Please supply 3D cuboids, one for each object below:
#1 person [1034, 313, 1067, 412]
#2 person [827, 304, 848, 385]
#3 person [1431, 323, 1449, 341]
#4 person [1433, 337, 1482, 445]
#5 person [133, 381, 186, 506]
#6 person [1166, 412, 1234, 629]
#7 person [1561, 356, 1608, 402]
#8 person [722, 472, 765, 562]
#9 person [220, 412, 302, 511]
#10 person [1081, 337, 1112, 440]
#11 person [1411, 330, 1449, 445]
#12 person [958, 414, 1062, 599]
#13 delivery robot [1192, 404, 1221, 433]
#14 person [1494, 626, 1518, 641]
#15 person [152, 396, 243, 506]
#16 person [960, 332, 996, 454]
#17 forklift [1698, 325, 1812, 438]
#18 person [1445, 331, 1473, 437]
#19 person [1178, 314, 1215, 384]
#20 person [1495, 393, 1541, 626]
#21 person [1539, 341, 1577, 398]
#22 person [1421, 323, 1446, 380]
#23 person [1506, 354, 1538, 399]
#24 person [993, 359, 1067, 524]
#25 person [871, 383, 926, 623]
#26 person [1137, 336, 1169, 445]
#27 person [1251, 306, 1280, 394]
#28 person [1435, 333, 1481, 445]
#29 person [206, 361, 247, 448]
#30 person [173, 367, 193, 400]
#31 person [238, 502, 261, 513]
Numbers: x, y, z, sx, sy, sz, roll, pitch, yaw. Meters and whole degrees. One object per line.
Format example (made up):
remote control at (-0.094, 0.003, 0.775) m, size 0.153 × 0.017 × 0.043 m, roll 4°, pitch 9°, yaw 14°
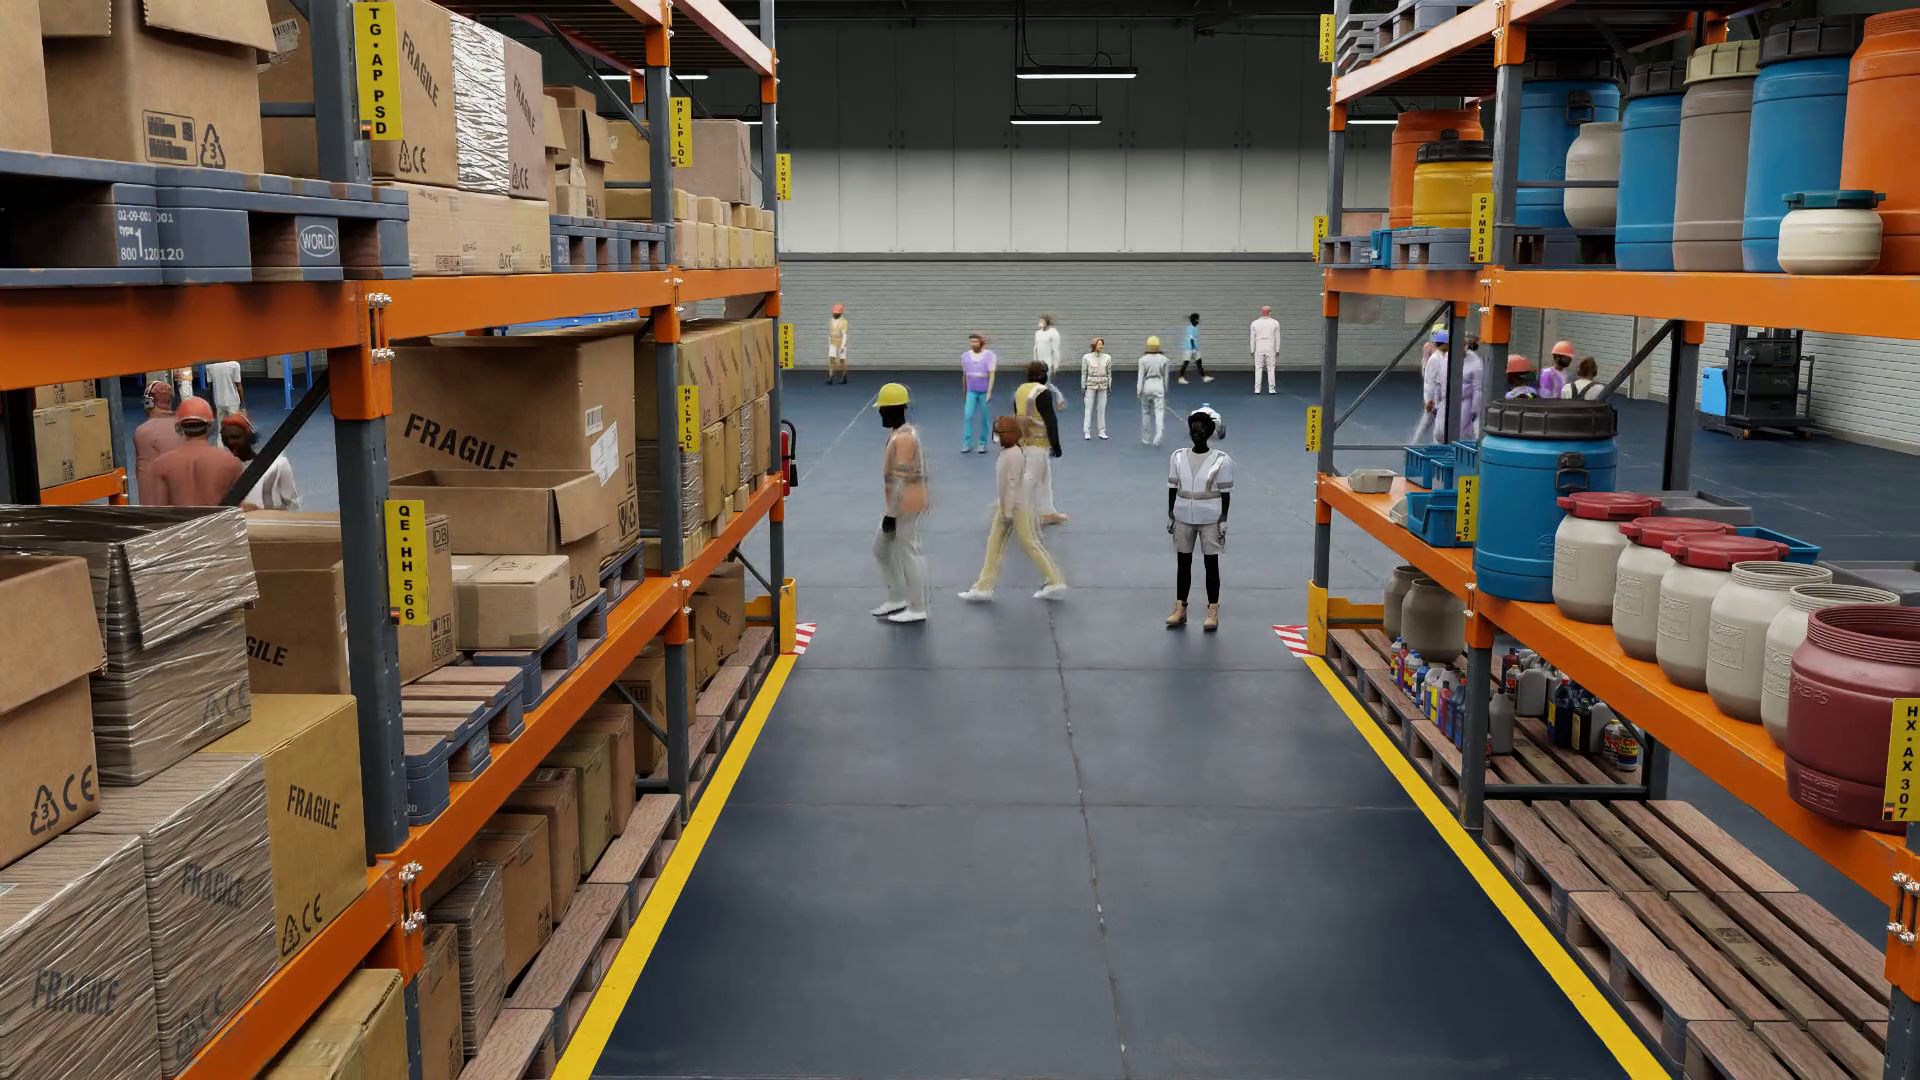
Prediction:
person at (1.673, -3.326, 31.388) m, size 0.890 × 1.910 × 0.638 m, roll -6°, pitch 11°, yaw -34°
person at (-2.878, -4.565, 38.865) m, size 0.561 × 1.879 × 0.935 m, roll 4°, pitch 10°, yaw 24°
person at (11.085, -4.342, 38.378) m, size 0.505 × 1.602 × 0.811 m, roll -2°, pitch 10°, yaw -9°
person at (6.588, -1.774, 22.112) m, size 0.672 × 1.891 × 0.420 m, roll 9°, pitch 13°, yaw 44°
person at (-6.406, -0.327, 13.403) m, size 0.409 × 1.907 × 0.651 m, roll 2°, pitch 10°, yaw 13°
person at (1.862, -0.158, 13.012) m, size 0.536 × 1.700 × 0.318 m, roll 5°, pitch 11°, yaw 27°
person at (6.901, -1.122, 18.402) m, size 0.406 × 1.824 × 0.502 m, roll -9°, pitch 13°, yaw -42°
person at (-1.975, -0.491, 14.186) m, size 0.623 × 1.970 × 1.096 m, roll -2°, pitch 10°, yaw -12°
person at (-4.865, 0.029, 11.499) m, size 0.608 × 1.822 × 1.053 m, roll 0°, pitch 9°, yaw 1°
person at (2.209, -2.455, 26.931) m, size 0.522 × 1.645 × 0.305 m, roll -3°, pitch 10°, yaw -15°
person at (6.851, -2.023, 23.591) m, size 0.986 × 1.892 × 0.611 m, roll 3°, pitch 10°, yaw 18°
person at (0.461, -0.273, 14.032) m, size 0.871 × 1.589 × 0.512 m, roll -2°, pitch 10°, yaw -11°
delivery robot at (4.034, -1.990, 27.251) m, size 0.477 × 0.478 × 0.707 m, roll -1°, pitch 10°, yaw -5°
person at (4.311, -0.095, 12.405) m, size 0.633 × 1.795 × 0.605 m, roll 1°, pitch 10°, yaw 8°
person at (-5.151, -0.002, 11.328) m, size 0.609 × 1.955 × 0.998 m, roll -1°, pitch 10°, yaw -6°
person at (0.241, -2.179, 24.804) m, size 0.564 × 1.807 × 0.835 m, roll 3°, pitch 10°, yaw 19°
forklift at (13.248, -3.165, 27.620) m, size 1.129 × 2.768 × 1.873 m, roll 0°, pitch 9°, yaw 1°
person at (8.161, -2.536, 27.133) m, size 0.529 × 1.750 × 0.591 m, roll 0°, pitch 9°, yaw -2°
person at (5.534, -4.479, 39.024) m, size 0.868 × 1.648 × 0.552 m, roll 4°, pitch 10°, yaw 23°
person at (4.454, -0.225, 12.986) m, size 0.845 × 1.835 × 0.497 m, roll -1°, pitch 9°, yaw -3°
person at (7.171, -1.479, 20.292) m, size 0.579 × 1.911 × 0.707 m, roll -8°, pitch 12°, yaw -40°
person at (8.707, -3.076, 30.365) m, size 0.528 × 1.746 × 0.713 m, roll -1°, pitch 10°, yaw -5°
person at (5.782, -0.946, 17.092) m, size 0.560 × 1.916 × 0.725 m, roll -7°, pitch 12°, yaw -37°
person at (0.756, -1.055, 18.083) m, size 0.875 × 1.809 × 0.627 m, roll -4°, pitch 10°, yaw -21°
person at (-0.527, -0.283, 13.158) m, size 0.578 × 1.908 × 0.588 m, roll -1°, pitch 10°, yaw -8°
person at (3.033, -2.339, 26.048) m, size 0.500 × 1.711 × 0.767 m, roll 0°, pitch 9°, yaw 1°
person at (6.643, -4.130, 36.182) m, size 0.636 × 1.911 × 0.405 m, roll 2°, pitch 10°, yaw 14°
person at (7.671, -2.247, 25.252) m, size 0.950 × 1.798 × 0.641 m, roll -2°, pitch 10°, yaw -13°
person at (-9.749, -1.770, 22.162) m, size 0.511 × 1.870 × 0.329 m, roll 1°, pitch 10°, yaw 7°
person at (-13.436, -2.758, 28.764) m, size 0.312 × 1.639 × 0.518 m, roll -2°, pitch 10°, yaw -10°
person at (-3.714, 0.574, 8.923) m, size 0.501 × 1.599 × 0.800 m, roll 1°, pitch 10°, yaw 7°
